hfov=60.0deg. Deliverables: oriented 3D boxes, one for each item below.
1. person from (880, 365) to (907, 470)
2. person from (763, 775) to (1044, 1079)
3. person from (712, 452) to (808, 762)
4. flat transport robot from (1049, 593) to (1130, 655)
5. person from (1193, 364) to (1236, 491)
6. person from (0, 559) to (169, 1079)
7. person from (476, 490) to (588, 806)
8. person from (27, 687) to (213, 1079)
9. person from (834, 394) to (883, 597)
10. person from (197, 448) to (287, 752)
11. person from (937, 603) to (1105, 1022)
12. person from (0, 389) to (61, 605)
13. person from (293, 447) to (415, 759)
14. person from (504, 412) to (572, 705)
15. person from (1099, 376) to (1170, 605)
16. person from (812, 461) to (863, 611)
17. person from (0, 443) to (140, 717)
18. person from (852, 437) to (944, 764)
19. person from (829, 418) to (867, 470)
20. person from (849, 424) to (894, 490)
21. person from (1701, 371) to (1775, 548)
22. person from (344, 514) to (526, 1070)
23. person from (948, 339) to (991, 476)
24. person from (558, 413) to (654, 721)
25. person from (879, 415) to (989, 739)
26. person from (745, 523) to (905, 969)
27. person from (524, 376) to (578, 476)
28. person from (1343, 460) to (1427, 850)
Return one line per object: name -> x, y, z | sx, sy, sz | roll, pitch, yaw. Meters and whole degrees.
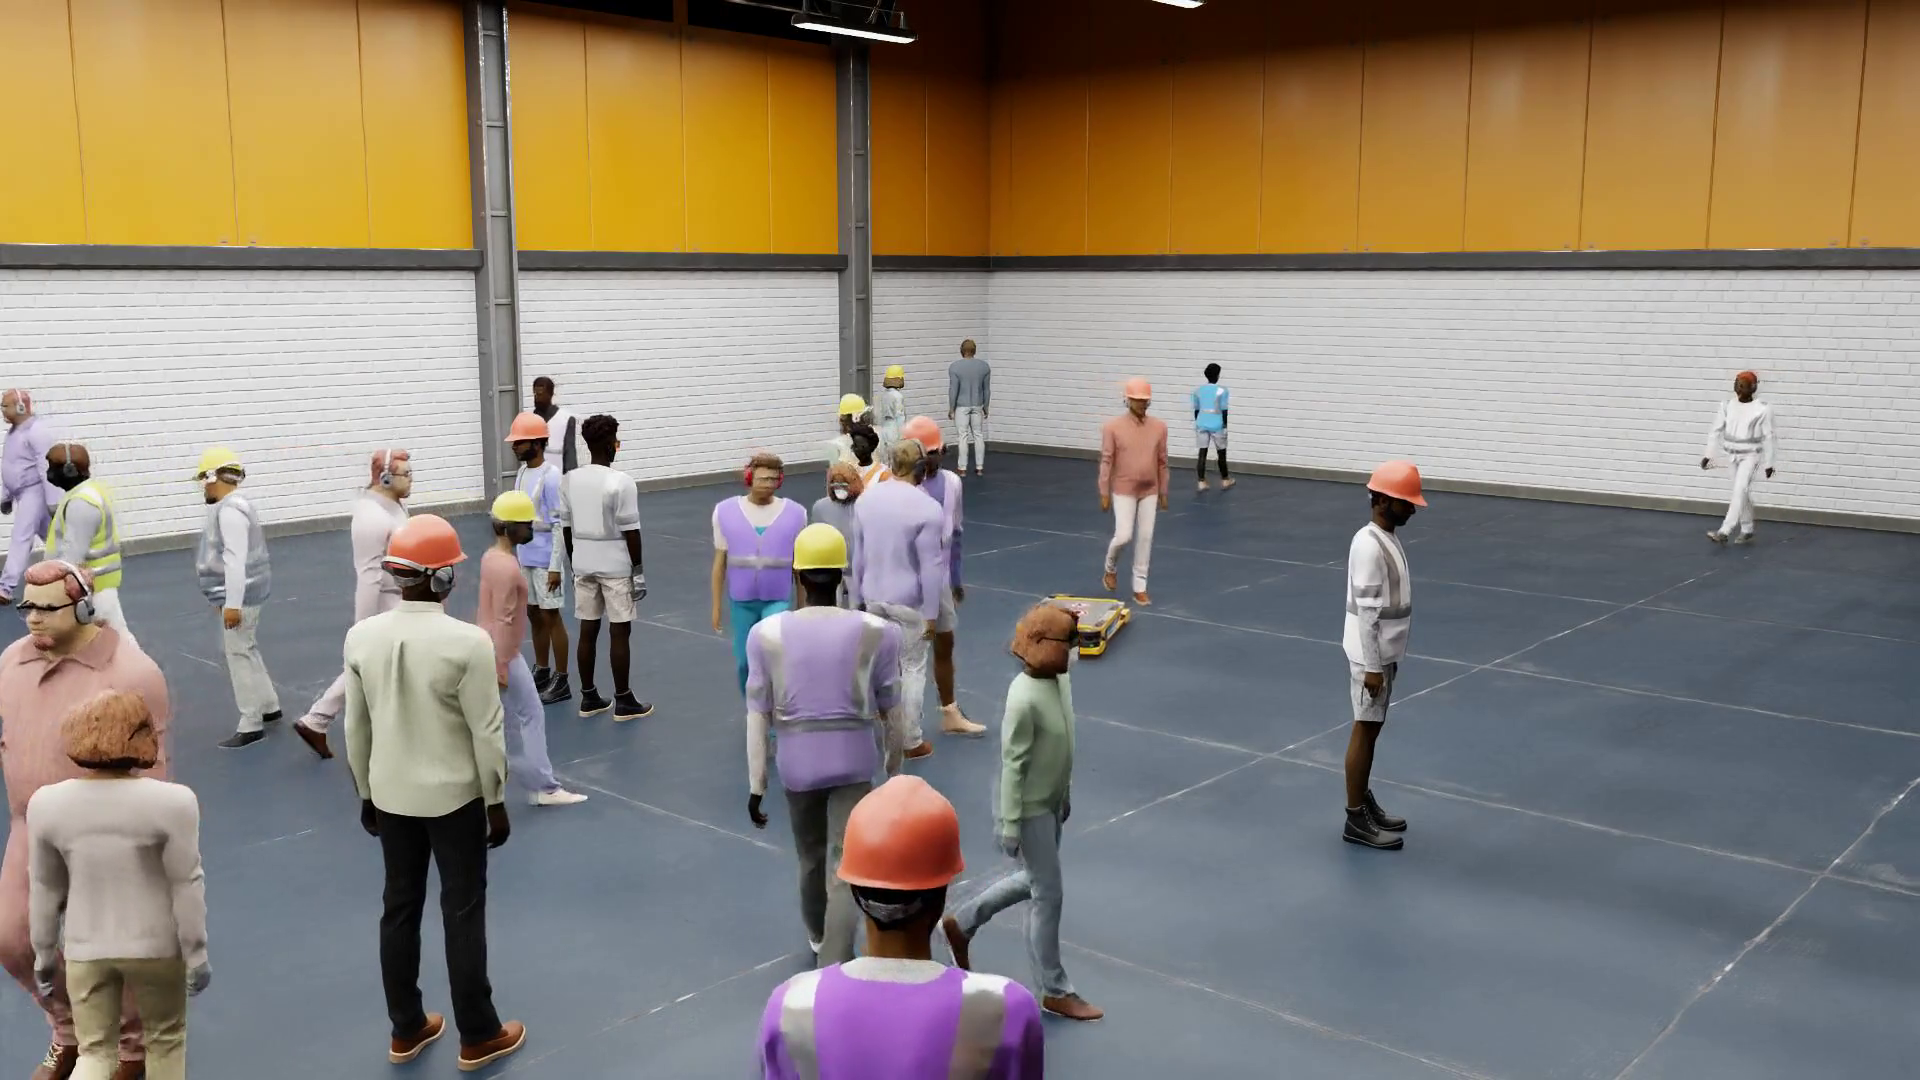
person -> -0.793, -1.263, 20.318 | 0.296, 1.744, 0.484 | -6, 11, -31
person -> -0.121, 1.400, 3.137 | 0.540, 1.904, 0.978 | 3, 10, 18
person -> -1.198, 0.353, 10.003 | 0.575, 1.801, 0.873 | -1, 9, -6
flat transport robot -> 0.885, 0.643, 12.957 | 0.652, 0.197, 1.431 | 2, 9, 15
person -> 3.351, -1.486, 21.904 | 0.552, 1.669, 0.697 | 7, 11, 35
person -> -3.013, 0.999, 5.655 | 0.667, 1.887, 0.471 | 2, 9, 14
person -> -2.487, 0.600, 8.751 | 0.887, 1.726, 0.536 | -5, 10, -28
person -> -2.526, 1.257, 4.944 | 0.507, 1.612, 0.667 | -1, 9, -6
person -> -0.814, -0.382, 14.585 | 0.603, 1.808, 0.593 | -3, 10, -18
person -> -4.369, 0.350, 10.064 | 0.430, 1.795, 0.655 | -4, 10, -22
person -> 0.227, 1.018, 6.395 | 0.667, 1.614, 0.507 | 4, 10, 23
person -> -8.124, -0.386, 14.484 | 0.673, 1.851, 1.012 | 9, 13, 43
person -> -3.395, 0.390, 9.608 | 0.929, 1.870, 0.646 | -3, 9, -16
person -> -2.809, 0.121, 11.020 | 0.358, 1.936, 0.552 | -8, 12, -41
person -> 1.500, -0.436, 14.402 | 0.617, 1.979, 0.542 | -3, 9, -17
person -> -0.785, 0.232, 11.404 | 0.521, 1.586, 0.779 | 1, 9, 8
person -> -5.537, 0.291, 10.405 | 0.968, 1.790, 0.645 | -5, 10, -28
person -> -0.411, 0.370, 9.546 | 0.655, 1.914, 0.640 | 6, 11, 35
person -> -1.020, -0.420, 15.415 | 0.519, 1.621, 0.551 | -8, 12, -41
person -> -0.728, -0.046, 12.819 | 0.541, 1.696, 0.315 | 7, 11, 36
person -> 8.089, -0.834, 17.327 | 1.011, 1.828, 0.573 | -5, 11, -30
person -> -1.885, 0.899, 5.952 | 0.612, 1.996, 0.389 | 3, 9, 17
person -> 0.124, -1.864, 23.482 | 0.638, 1.937, 0.357 | -4, 10, -23
person -> -2.256, 0.174, 10.596 | 0.607, 1.967, 0.367 | 5, 10, 26
person -> -0.227, 0.243, 10.058 | 0.492, 2.022, 0.713 | 8, 12, 42
person -> -0.525, 0.864, 6.555 | 0.610, 1.874, 0.981 | 0, 9, -2
person -> -3.857, -0.622, 15.837 | 0.592, 1.897, 0.805 | 3, 10, 18
person -> 2.109, 0.559, 8.301 | 0.373, 1.928, 0.543 | 3, 10, 21
